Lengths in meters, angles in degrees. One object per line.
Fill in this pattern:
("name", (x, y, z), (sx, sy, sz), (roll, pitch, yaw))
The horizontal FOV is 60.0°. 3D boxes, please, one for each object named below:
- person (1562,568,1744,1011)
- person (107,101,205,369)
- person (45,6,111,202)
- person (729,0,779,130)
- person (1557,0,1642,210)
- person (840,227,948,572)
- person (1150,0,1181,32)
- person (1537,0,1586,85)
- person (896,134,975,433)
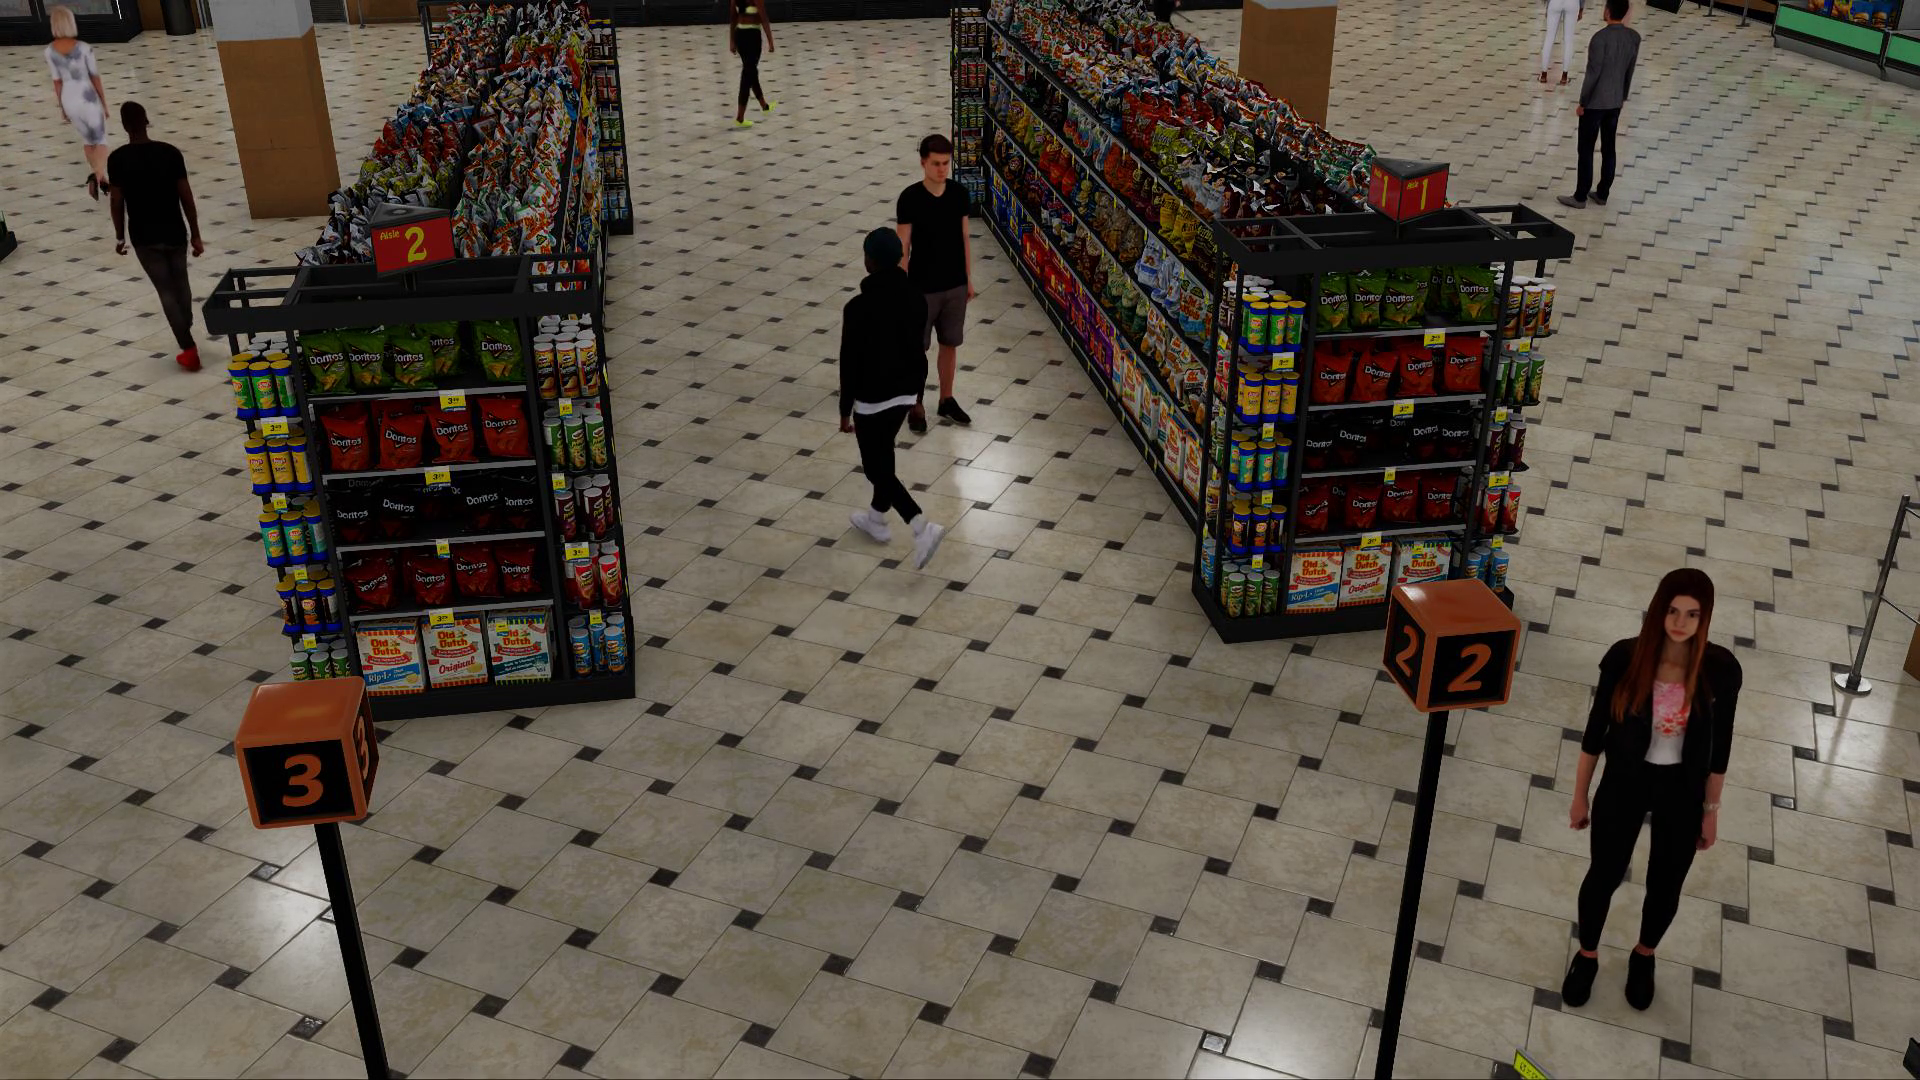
("person", (2.382, 0.844, 5.692), (0.725, 1.708, 0.742), (10, 28, 19))
("person", (-5.398, -2.025, 11.277), (0.977, 1.773, 1.147), (-22, 34, -36))
("person", (-7.916, -3.888, 15.003), (0.601, 1.725, 1.039), (-3, 27, -6))
("person", (-2.312, -5.239, 17.676), (1.020, 1.718, 1.081), (17, 32, 31))
("person", (5.768, -3.931, 14.925), (0.738, 1.874, 0.679), (-11, 29, -20))
("person", (-0.343, -0.706, 8.653), (1.050, 1.794, 1.238), (-21, 33, -35))
("person", (2.684, -6.967, 21.366), (0.892, 1.462, 0.906), (-23, 35, -38))
("person", (7.208, -6.341, 19.841), (0.670, 1.725, 0.672), (8, 28, 16))
("person", (-0.152, -1.608, 10.359), (0.741, 1.861, 0.667), (-12, 29, -22))
